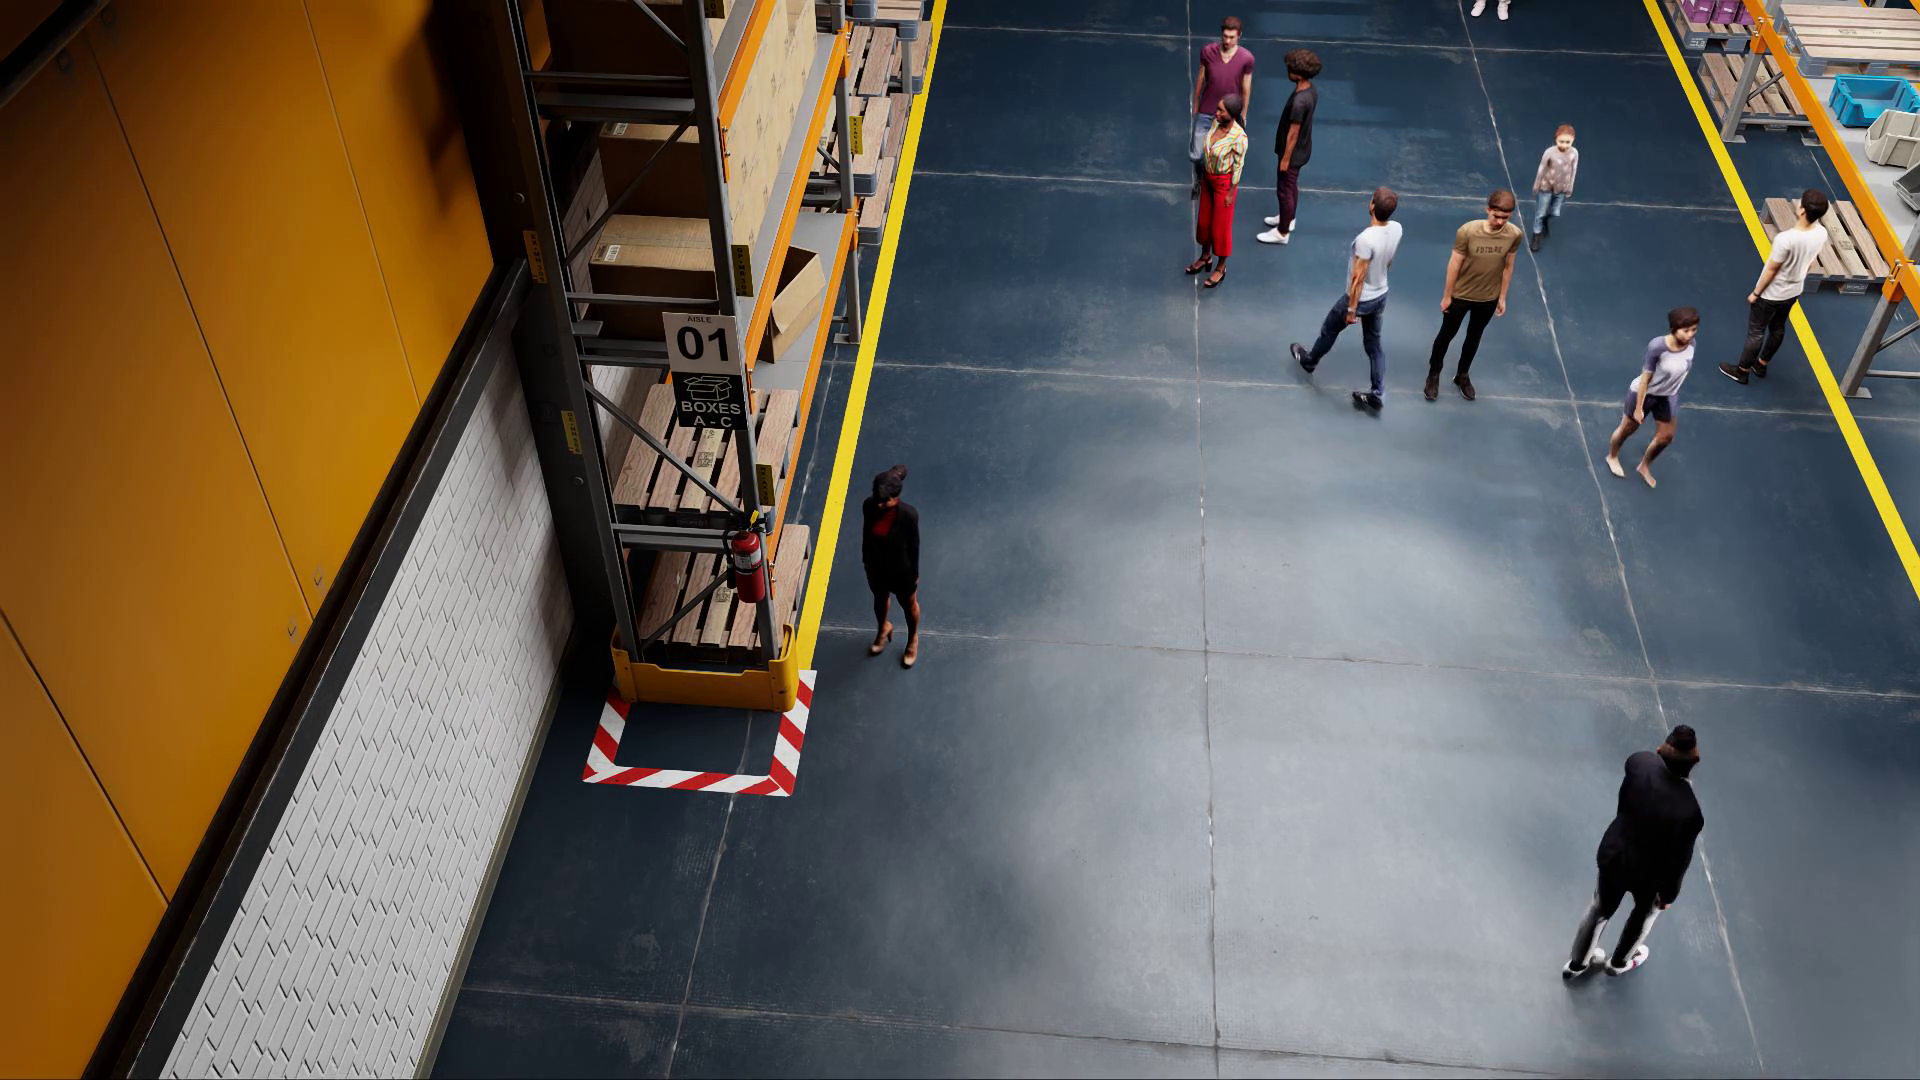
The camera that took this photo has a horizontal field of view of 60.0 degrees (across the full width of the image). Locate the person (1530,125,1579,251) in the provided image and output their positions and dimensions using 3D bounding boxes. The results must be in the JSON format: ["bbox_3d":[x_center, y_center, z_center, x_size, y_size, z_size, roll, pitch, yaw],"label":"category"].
[{"bbox_3d":[5.219,-3.137,14.637,0.497,1.187,0.598,5,44,5],"label":"person"}]

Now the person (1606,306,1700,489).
[{"bbox_3d":[5.072,-1.119,12.258,0.660,1.546,0.722,-7,44,-8],"label":"person"}]

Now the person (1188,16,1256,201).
[{"bbox_3d":[2.359,-3.887,14.954,0.743,1.835,0.713,15,46,15],"label":"person"}]

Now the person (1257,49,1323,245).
[{"bbox_3d":[2.921,-3.440,14.528,0.726,1.777,0.570,11,45,11],"label":"person"}]

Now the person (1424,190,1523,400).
[{"bbox_3d":[3.978,-1.913,12.872,0.672,1.849,0.576,0,44,1],"label":"person"}]

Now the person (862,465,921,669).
[{"bbox_3d":[-0.448,0.189,10.820,0.651,1.636,0.694,18,46,18],"label":"person"}]

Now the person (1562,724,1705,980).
[{"bbox_3d":[3.633,1.748,8.972,0.980,1.928,0.899,-12,45,-12],"label":"person"}]

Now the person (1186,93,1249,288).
[{"bbox_3d":[2.183,-2.949,14.001,0.744,1.792,0.657,-24,48,-23],"label":"person"}]

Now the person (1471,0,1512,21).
[{"bbox_3d":[5.843,-6.408,17.703,0.677,1.693,0.635,12,45,12],"label":"person"}]

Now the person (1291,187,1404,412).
[{"bbox_3d":[3.183,-1.802,12.783,1.148,1.811,1.248,-28,50,-26],"label":"person"}]

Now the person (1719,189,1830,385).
[{"bbox_3d":[6.435,-1.988,13.042,0.703,1.722,0.695,-16,46,-16],"label":"person"}]
